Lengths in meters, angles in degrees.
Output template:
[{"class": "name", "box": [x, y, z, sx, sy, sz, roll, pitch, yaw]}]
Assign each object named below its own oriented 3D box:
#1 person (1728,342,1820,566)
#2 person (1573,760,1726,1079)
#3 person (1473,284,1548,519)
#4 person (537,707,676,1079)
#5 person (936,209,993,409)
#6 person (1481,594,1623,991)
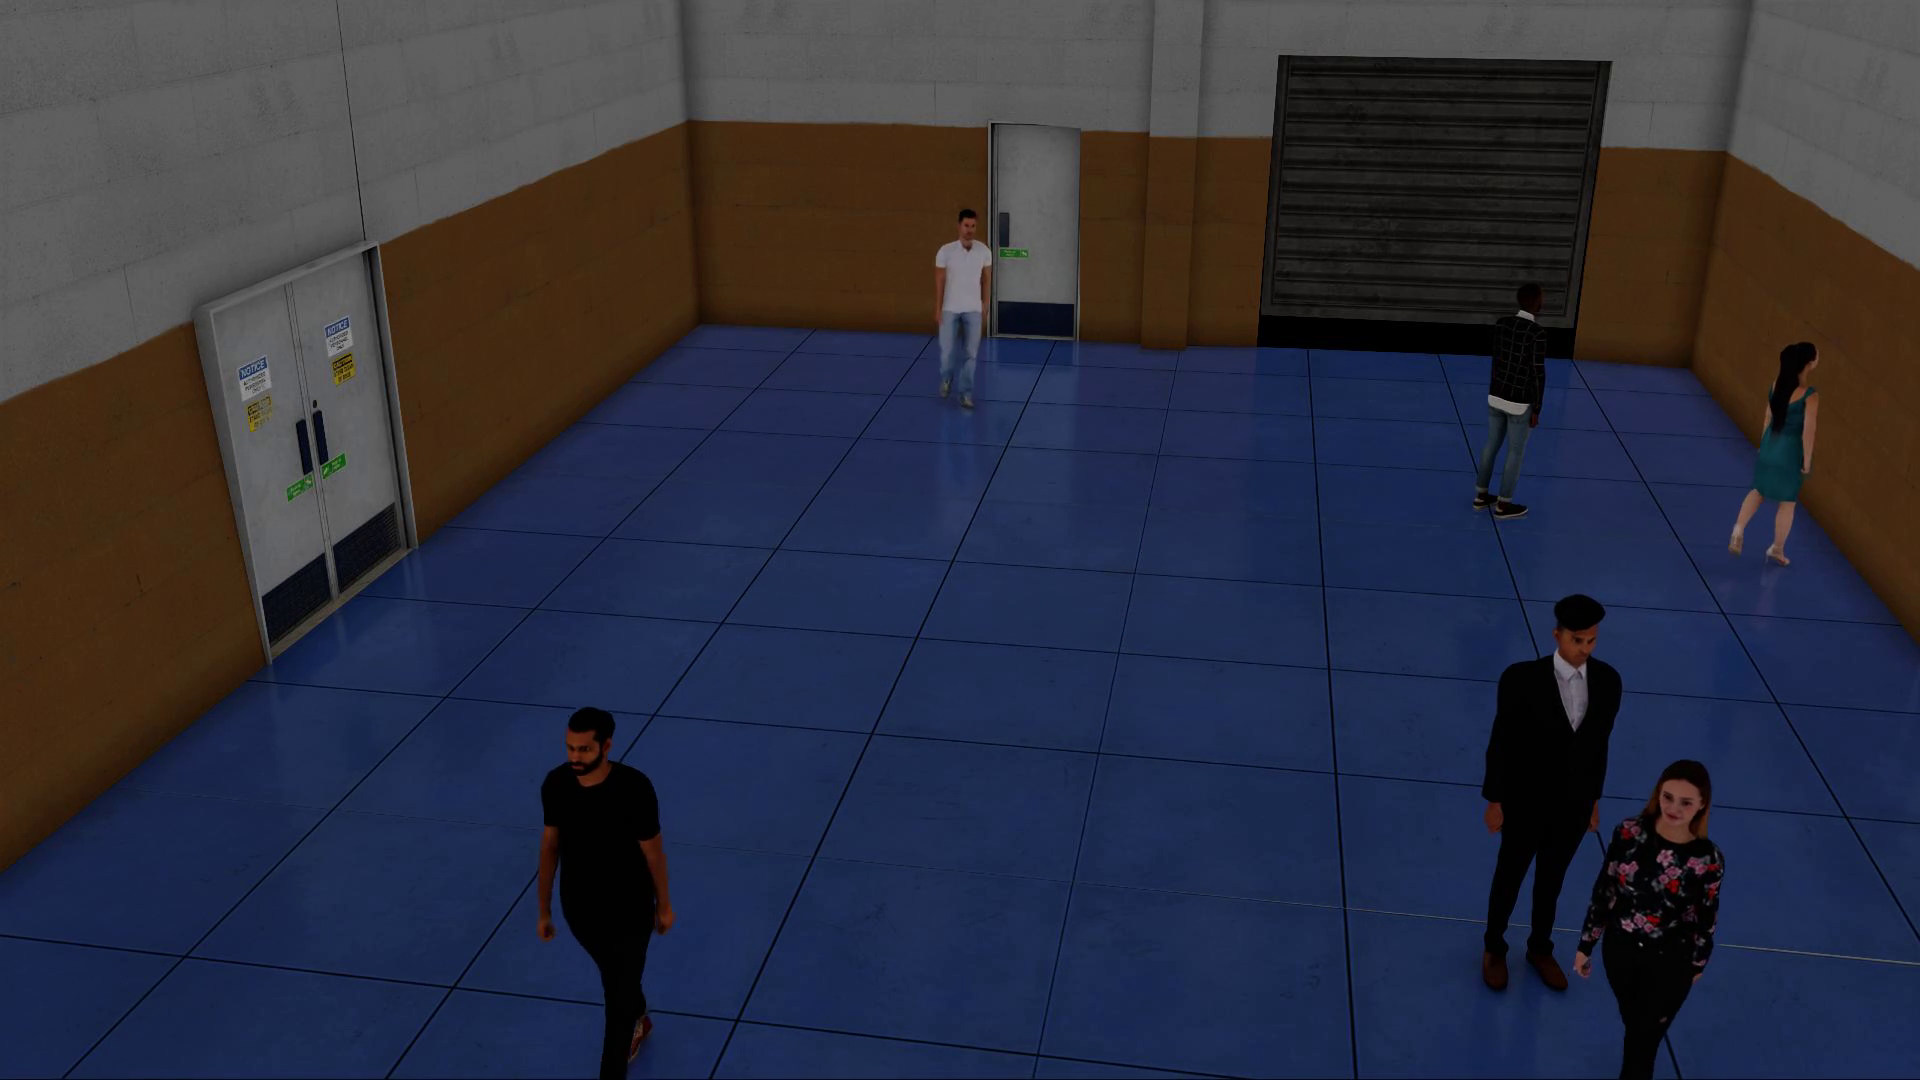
[{"class": "person", "box": [5.766, -0.585, 11.766, 0.898, 1.673, 0.816, -11, 24, -25]}, {"class": "person", "box": [2.689, 1.564, 6.456, 1.069, 1.643, 1.023, 19, 29, 40]}, {"class": "person", "box": [4.238, -1.083, 12.807, 0.779, 1.819, 0.727, -14, 26, -31]}, {"class": "person", "box": [-1.376, 1.427, 6.694, 1.055, 1.720, 0.792, 6, 23, 15]}, {"class": "person", "box": [0.004, -2.162, 15.457, 0.759, 1.847, 0.843, -2, 22, -5]}, {"class": "person", "box": [2.577, 1.098, 7.299, 0.575, 1.880, 0.802, -1, 22, -2]}]
